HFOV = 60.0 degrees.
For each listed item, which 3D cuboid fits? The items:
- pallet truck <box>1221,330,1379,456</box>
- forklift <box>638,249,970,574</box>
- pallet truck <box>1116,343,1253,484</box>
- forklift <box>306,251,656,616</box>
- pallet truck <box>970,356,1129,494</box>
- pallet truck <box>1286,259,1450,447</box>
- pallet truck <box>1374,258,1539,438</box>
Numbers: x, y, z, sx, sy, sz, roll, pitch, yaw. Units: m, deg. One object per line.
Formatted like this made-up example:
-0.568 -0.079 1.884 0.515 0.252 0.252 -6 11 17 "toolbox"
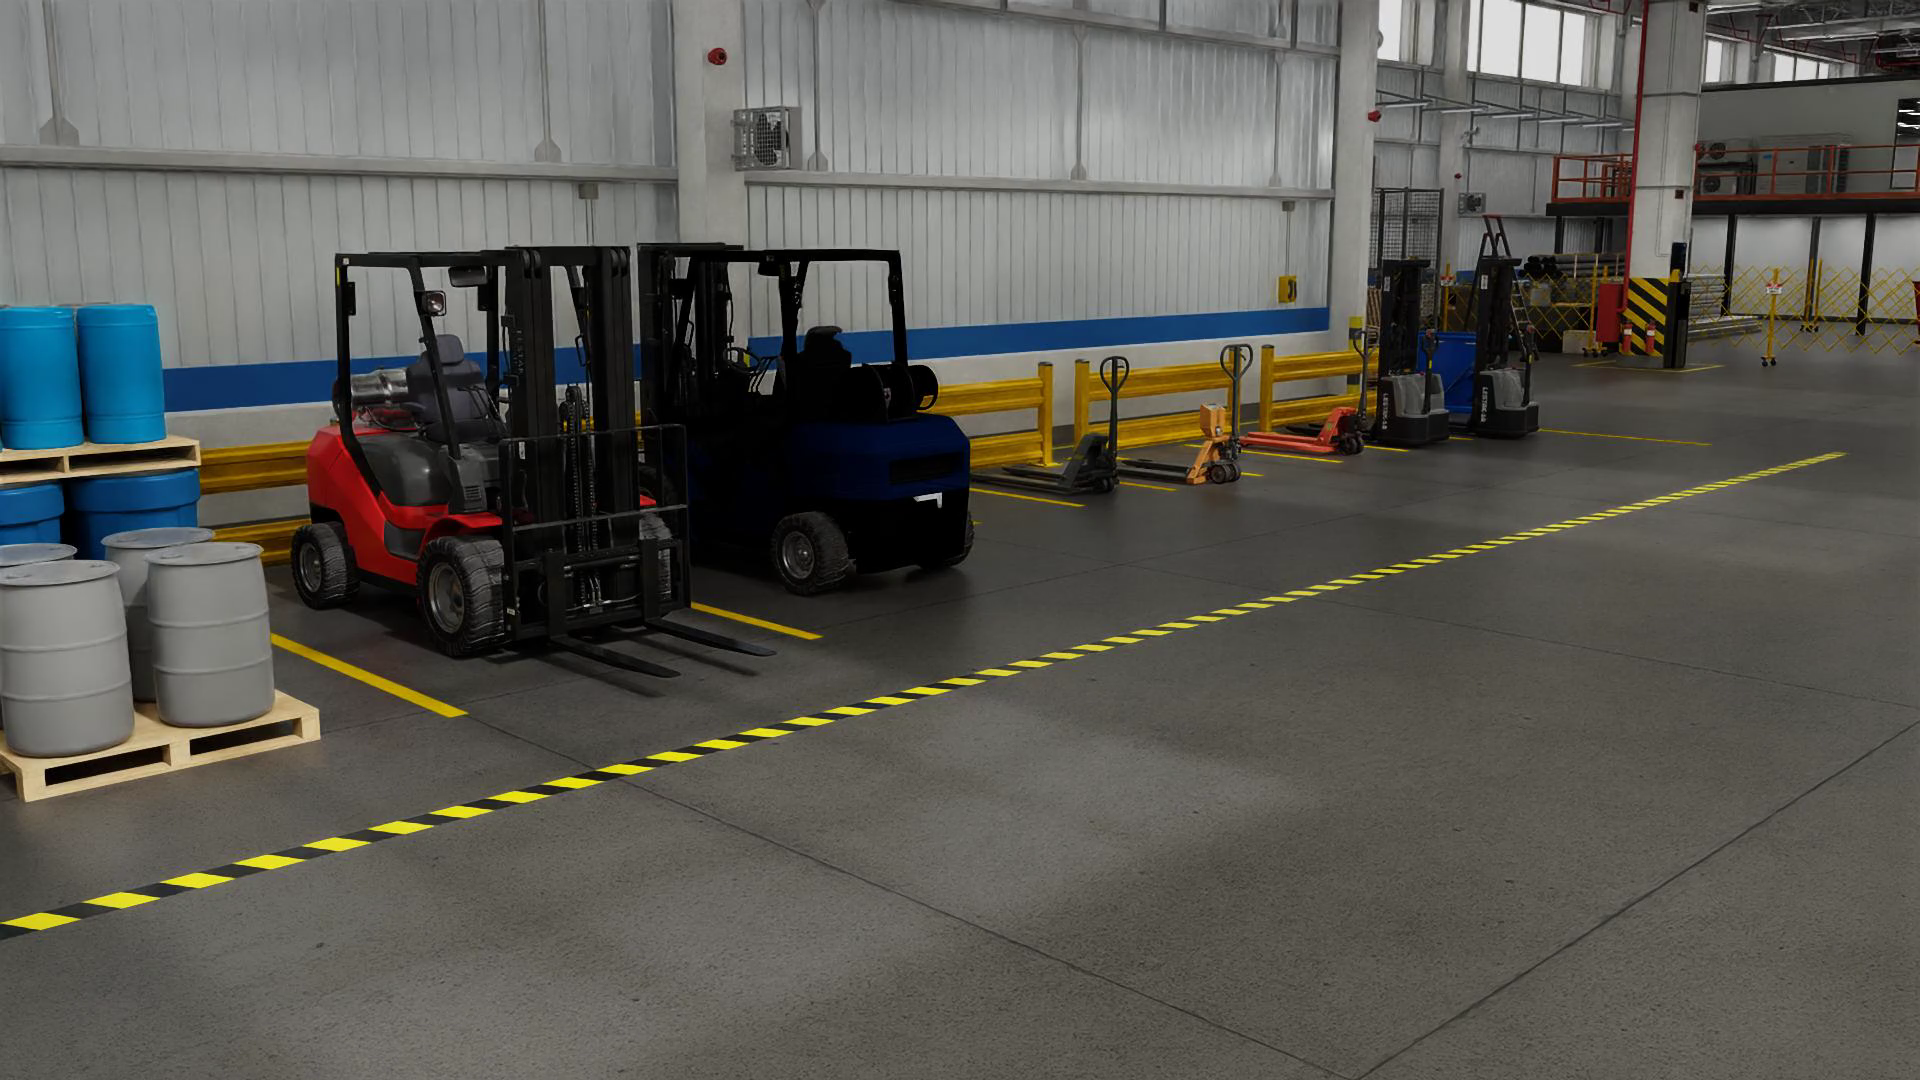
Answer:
3.563 -1.581 17.381 0.653 1.274 1.630 -10 14 -44 "pallet truck"
-1.173 -0.958 11.239 2.680 1.987 1.157 10 14 43 "forklift"
1.962 -1.215 15.415 1.522 1.261 0.704 10 14 43 "pallet truck"
-2.833 -0.669 9.694 1.157 1.987 2.680 -10 14 -44 "forklift"
0.784 -1.085 14.876 0.680 1.201 1.601 -10 14 -44 "pallet truck"
4.493 -2.078 18.196 0.823 1.965 1.885 -9 14 -40 "pallet truck"
5.704 -2.208 18.901 1.885 1.965 0.823 10 14 43 "pallet truck"
